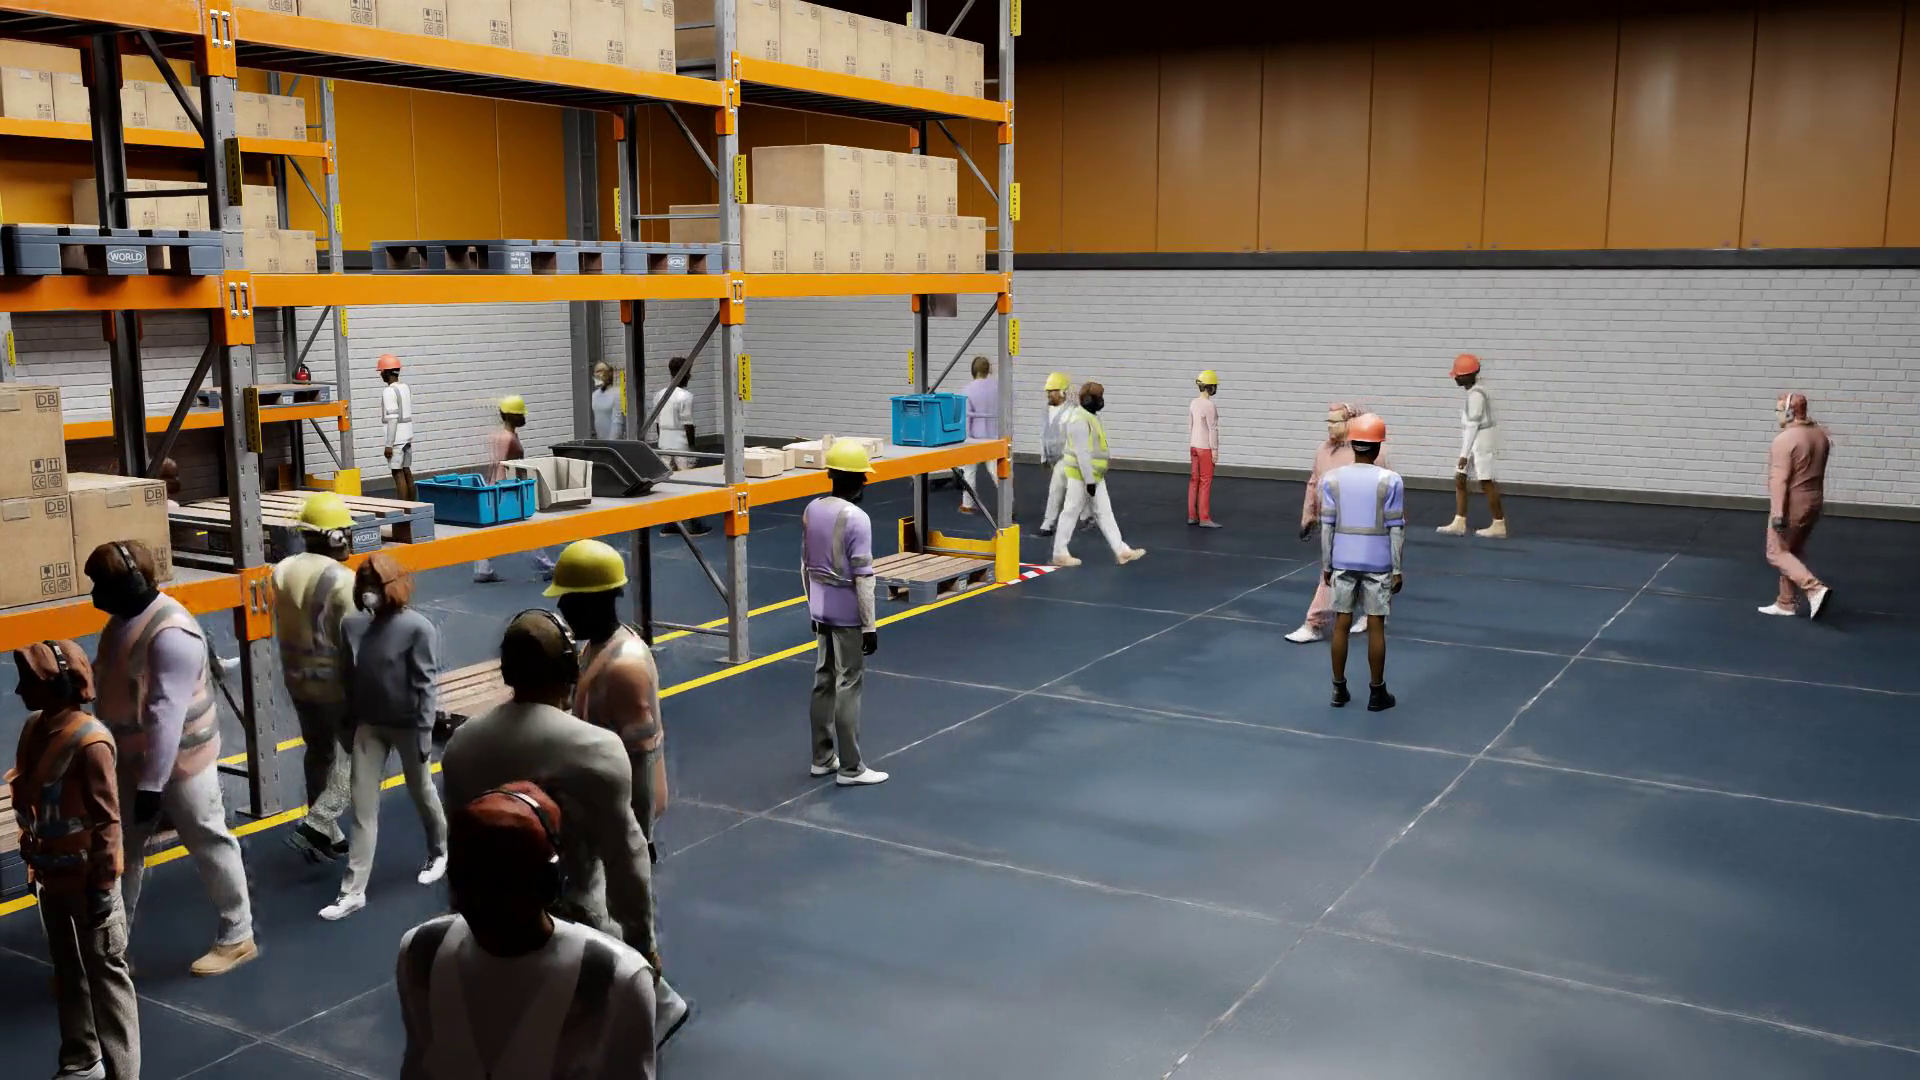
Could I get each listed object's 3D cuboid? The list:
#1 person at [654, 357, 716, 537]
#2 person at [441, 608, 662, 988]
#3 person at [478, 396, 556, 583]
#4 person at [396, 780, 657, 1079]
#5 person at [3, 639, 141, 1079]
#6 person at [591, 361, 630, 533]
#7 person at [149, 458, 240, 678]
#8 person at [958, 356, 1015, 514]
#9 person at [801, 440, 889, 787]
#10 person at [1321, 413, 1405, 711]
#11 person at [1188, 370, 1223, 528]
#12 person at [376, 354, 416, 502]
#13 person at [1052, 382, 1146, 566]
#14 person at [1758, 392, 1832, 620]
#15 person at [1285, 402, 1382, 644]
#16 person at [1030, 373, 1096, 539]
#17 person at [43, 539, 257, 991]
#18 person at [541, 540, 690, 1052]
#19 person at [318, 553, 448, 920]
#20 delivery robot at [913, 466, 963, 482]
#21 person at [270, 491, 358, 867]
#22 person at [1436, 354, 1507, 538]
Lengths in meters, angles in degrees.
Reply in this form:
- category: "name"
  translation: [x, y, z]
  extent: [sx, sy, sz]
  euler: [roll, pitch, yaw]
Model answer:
- category: "person"
  translation: [-2.982, -0.997, 17.995]
  extent: [0.655, 1.946, 0.625]
  euler: [8, 12, 40]
- category: "person"
  translation: [-1.229, 1.142, 4.773]
  extent: [0.641, 1.896, 1.012]
  euler: [6, 11, 32]
- category: "person"
  translation: [-4.038, -0.457, 15.259]
  extent: [0.888, 1.721, 0.540]
  euler: [-3, 10, -17]
- category: "person"
  translation: [-0.842, 1.374, 3.377]
  extent: [0.578, 1.872, 0.517]
  euler: [2, 9, 14]
- category: "person"
  translation: [-2.980, 1.134, 5.591]
  extent: [0.519, 1.640, 0.307]
  euler: [7, 11, 36]
- category: "person"
  translation: [-3.875, -0.981, 18.027]
  extent: [0.626, 1.889, 0.963]
  euler: [8, 12, 40]
- category: "person"
  translation: [-5.413, 0.234, 11.381]
  extent: [0.879, 1.586, 0.513]
  euler: [-9, 13, -44]
- category: "person"
  translation: [0.300, -1.190, 19.325]
  extent: [0.639, 1.902, 1.001]
  euler: [-5, 10, -28]
- category: "person"
  translation: [-0.640, 0.404, 9.264]
  extent: [0.381, 1.922, 0.594]
  euler: [-7, 11, -37]
- category: "person"
  translation: [2.623, 0.145, 10.833]
  extent: [0.542, 1.939, 0.362]
  euler: [5, 10, 29]
- category: "person"
  translation: [2.753, -1.017, 18.631]
  extent: [0.317, 1.766, 0.531]
  euler: [-3, 10, -21]
- category: "person"
  translation: [-6.409, -1.139, 18.860]
  extent: [0.376, 1.933, 0.551]
  euler: [1, 9, 4]
- category: "person"
  translation: [1.317, -0.616, 16.032]
  extent: [0.951, 1.792, 0.647]
  euler: [3, 10, 18]
- category: "person"
  translation: [6.852, -0.257, 13.530]
  extent: [0.677, 1.882, 0.647]
  euler: [-5, 11, -31]
- category: "person"
  translation: [2.947, -0.143, 12.915]
  extent: [1.013, 1.858, 0.664]
  euler: [-4, 10, -25]
- category: "person"
  translation: [1.151, -0.926, 18.025]
  extent: [0.953, 1.787, 0.603]
  euler: [-6, 11, -35]
- category: "person"
  translation: [-3.226, 0.899, 6.541]
  extent: [0.651, 1.798, 0.859]
  euler: [8, 12, 39]
- category: "person"
  translation: [-1.256, 0.942, 5.938]
  extent: [0.416, 1.911, 0.596]
  euler: [-3, 10, -17]
- category: "person"
  translation: [-2.583, 0.849, 7.520]
  extent: [0.510, 1.590, 0.771]
  euler: [2, 9, 13]
- category: "delivery robot"
  translation: [-0.288, -0.959, 21.737]
  extent: [0.707, 0.478, 0.477]
  euler: [-9, 13, -43]
- category: "person"
  translation: [-3.020, 0.678, 7.898]
  extent: [0.599, 1.819, 0.458]
  euler: [5, 11, 30]
- category: "person"
  translation: [5.498, -0.990, 17.792]
  extent: [0.859, 1.974, 0.622]
  euler: [1, 9, 8]
